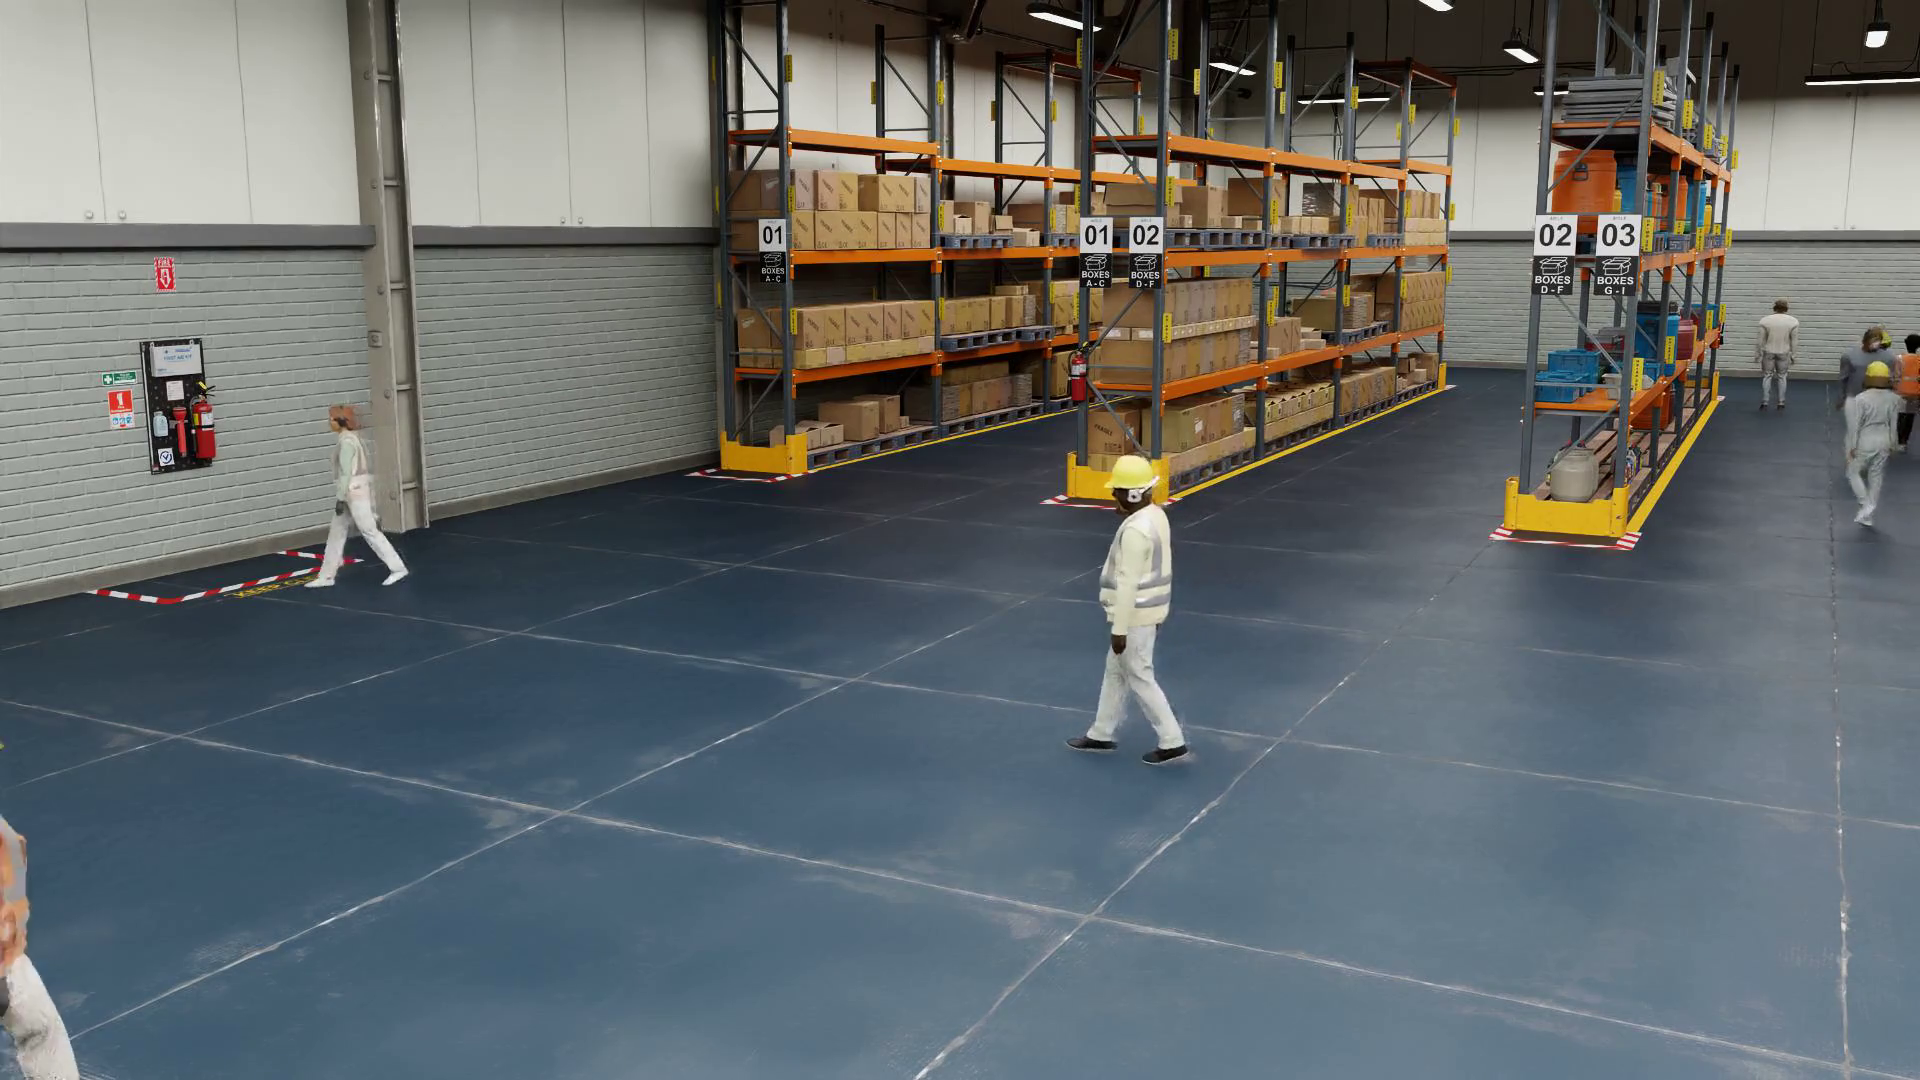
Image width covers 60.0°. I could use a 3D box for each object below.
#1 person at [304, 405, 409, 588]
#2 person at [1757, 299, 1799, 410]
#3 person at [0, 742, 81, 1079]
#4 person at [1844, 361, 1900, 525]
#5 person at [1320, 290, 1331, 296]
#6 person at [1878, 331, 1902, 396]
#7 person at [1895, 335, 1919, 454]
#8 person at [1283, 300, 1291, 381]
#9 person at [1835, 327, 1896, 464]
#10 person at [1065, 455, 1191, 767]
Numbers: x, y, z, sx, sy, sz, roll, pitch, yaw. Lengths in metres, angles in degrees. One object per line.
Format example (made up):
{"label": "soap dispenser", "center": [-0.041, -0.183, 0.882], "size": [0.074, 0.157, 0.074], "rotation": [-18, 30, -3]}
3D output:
{"label": "person", "center": [-5.220, -0.378, 14.354], "size": [0.852, 1.600, 0.543], "rotation": [-4, 11, -22]}
{"label": "person", "center": [14.208, -3.222, 28.940], "size": [0.635, 1.936, 0.354], "rotation": [4, 11, 20]}
{"label": "person", "center": [-3.120, 1.296, 5.207], "size": [0.523, 1.610, 0.807], "rotation": [9, 14, 41]}
{"label": "person", "center": [9.539, -1.000, 17.389], "size": [0.490, 1.731, 0.396], "rotation": [0, 10, 1]}
{"label": "person", "center": [7.123, -3.860, 32.334], "size": [0.621, 1.977, 1.132], "rotation": [5, 12, 26]}
{"label": "person", "center": [12.605, -2.004, 22.842], "size": [0.529, 1.743, 0.525], "rotation": [3, 11, 16]}
{"label": "person", "center": [13.289, -2.057, 23.389], "size": [0.538, 1.641, 0.894], "rotation": [3, 11, 15]}
{"label": "person", "center": [6.095, -3.507, 30.716], "size": [0.512, 1.860, 0.504], "rotation": [7, 12, 32]}
{"label": "person", "center": [11.499, -1.759, 21.143], "size": [0.639, 1.872, 1.036], "rotation": [4, 11, 23]}
{"label": "person", "center": [0.992, 0.408, 9.522], "size": [0.766, 1.804, 0.610], "rotation": [3, 11, 16]}
